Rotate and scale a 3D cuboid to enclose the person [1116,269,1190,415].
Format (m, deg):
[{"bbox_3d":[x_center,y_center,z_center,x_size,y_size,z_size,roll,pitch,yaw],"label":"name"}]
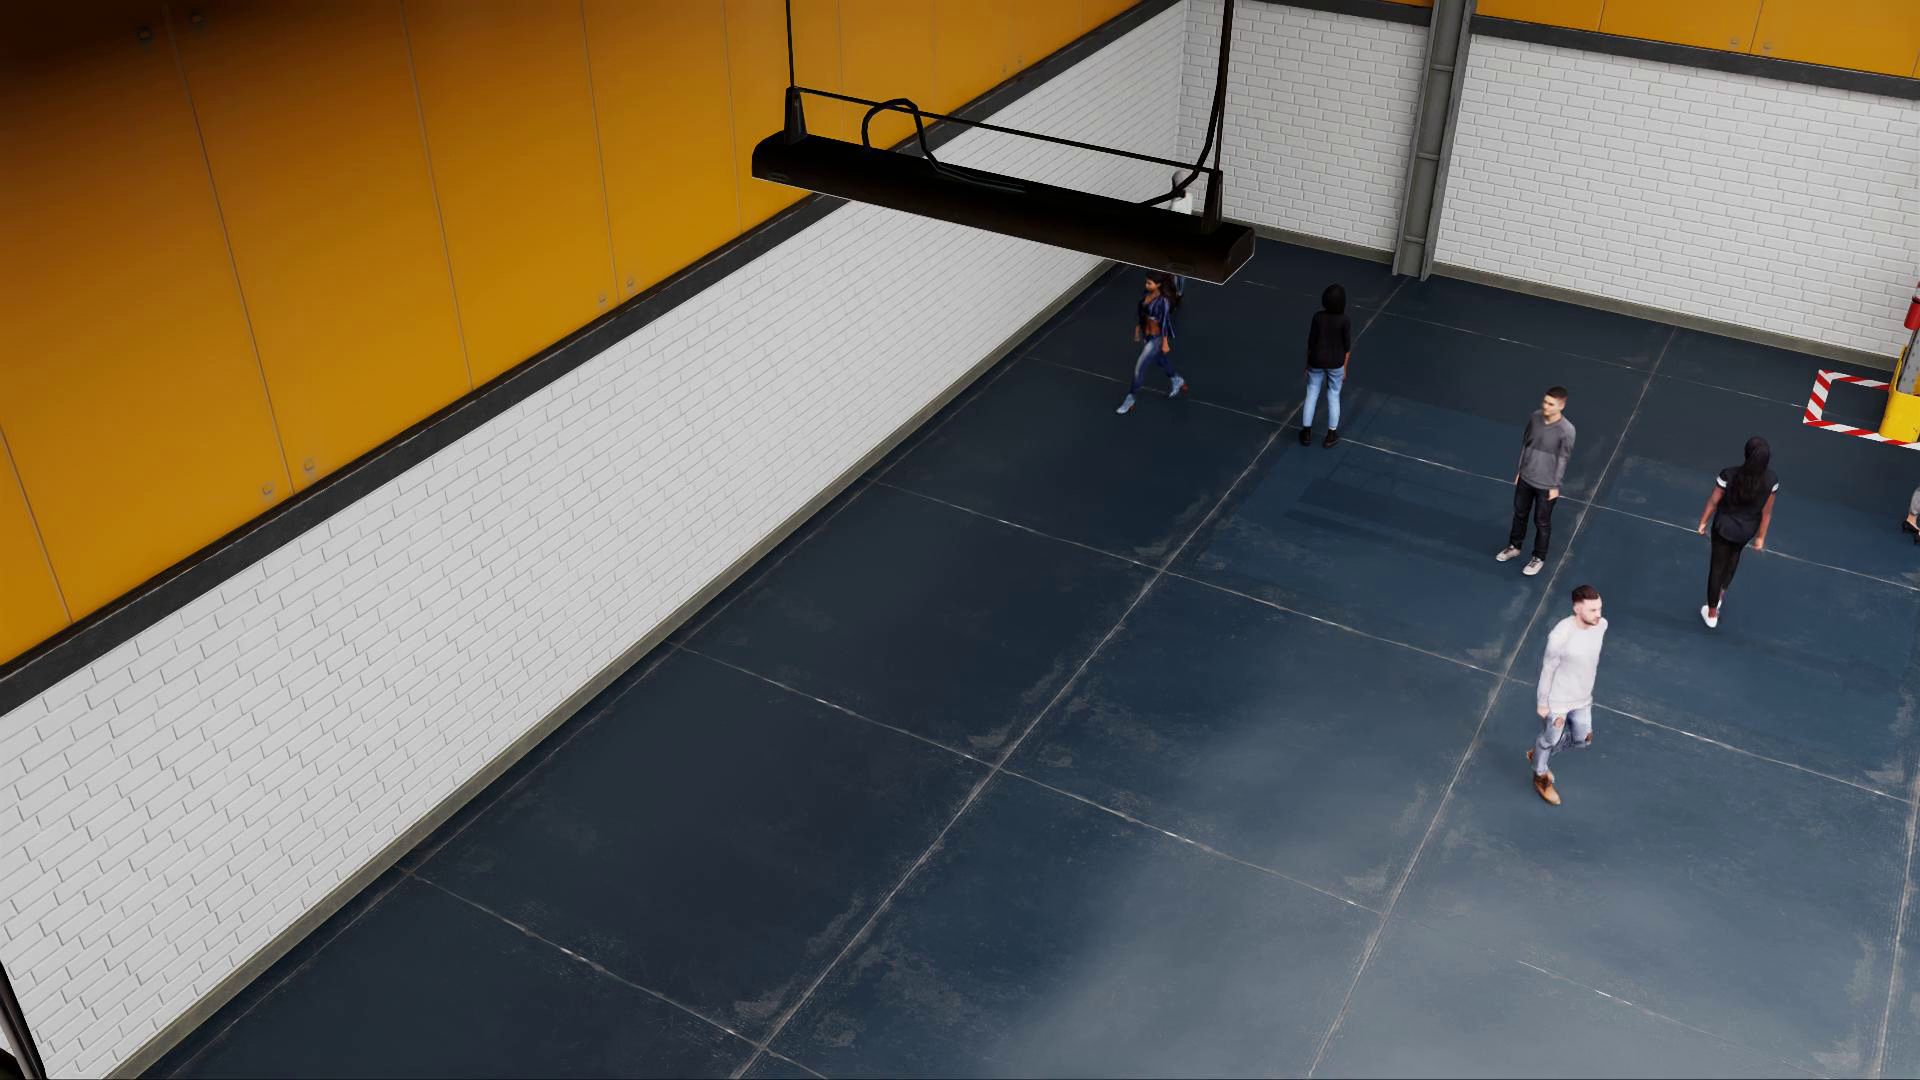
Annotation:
[{"bbox_3d":[2.002,-2.019,16.631,1.068,1.578,1.112,-15,36,-21],"label":"person"}]

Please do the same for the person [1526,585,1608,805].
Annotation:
[{"bbox_3d":[4.247,1.037,11.804,0.834,1.830,0.868,-15,36,-21],"label":"person"}]

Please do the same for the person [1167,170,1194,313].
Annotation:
[{"bbox_3d":[2.425,-3.359,18.584,0.501,1.646,0.574,19,38,26],"label":"person"}]

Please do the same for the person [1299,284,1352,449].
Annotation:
[{"bbox_3d":[3.520,-1.672,15.997,0.549,1.701,0.685,9,35,14],"label":"person"}]

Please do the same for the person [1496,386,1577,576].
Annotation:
[{"bbox_3d":[4.967,-0.532,14.230,0.737,1.759,0.588,-23,40,-31],"label":"person"}]

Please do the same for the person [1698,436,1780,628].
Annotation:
[{"bbox_3d":[6.305,-0.032,13.514,0.770,1.717,0.821,6,34,9],"label":"person"}]
